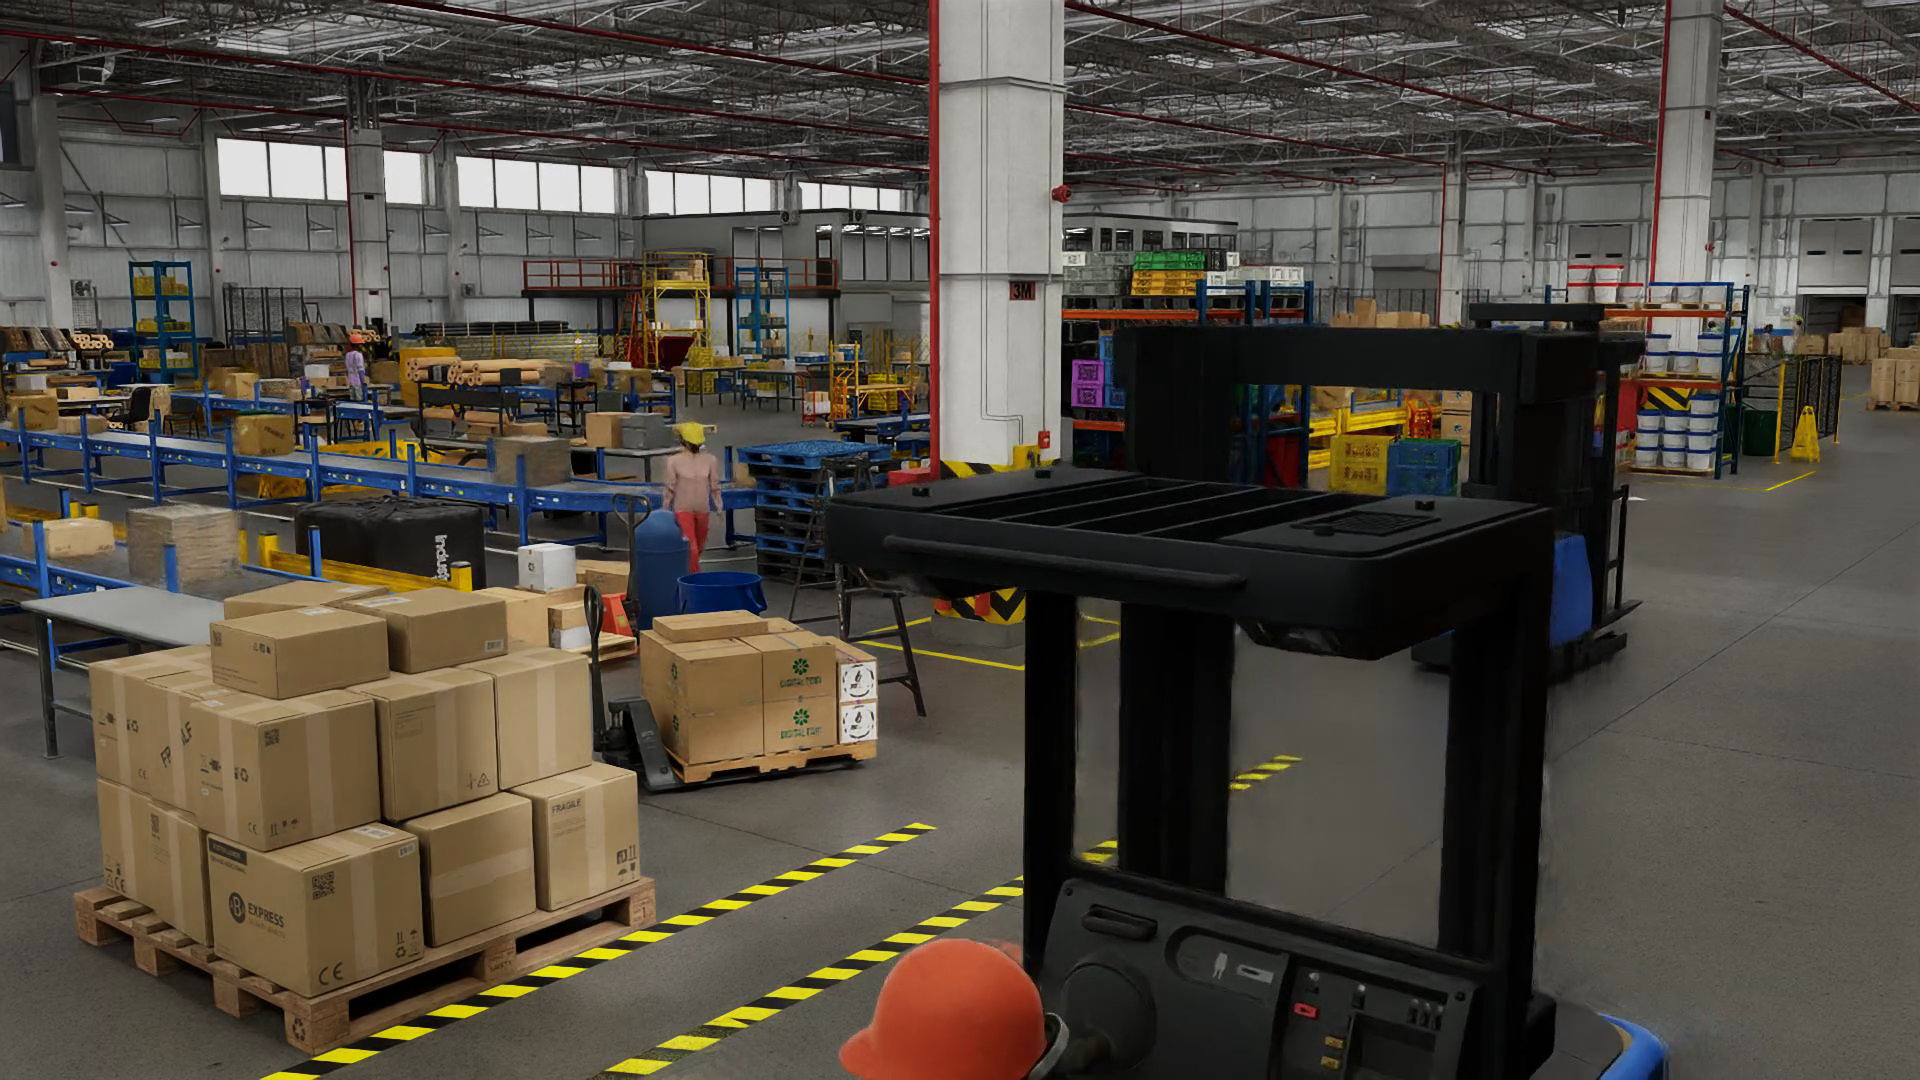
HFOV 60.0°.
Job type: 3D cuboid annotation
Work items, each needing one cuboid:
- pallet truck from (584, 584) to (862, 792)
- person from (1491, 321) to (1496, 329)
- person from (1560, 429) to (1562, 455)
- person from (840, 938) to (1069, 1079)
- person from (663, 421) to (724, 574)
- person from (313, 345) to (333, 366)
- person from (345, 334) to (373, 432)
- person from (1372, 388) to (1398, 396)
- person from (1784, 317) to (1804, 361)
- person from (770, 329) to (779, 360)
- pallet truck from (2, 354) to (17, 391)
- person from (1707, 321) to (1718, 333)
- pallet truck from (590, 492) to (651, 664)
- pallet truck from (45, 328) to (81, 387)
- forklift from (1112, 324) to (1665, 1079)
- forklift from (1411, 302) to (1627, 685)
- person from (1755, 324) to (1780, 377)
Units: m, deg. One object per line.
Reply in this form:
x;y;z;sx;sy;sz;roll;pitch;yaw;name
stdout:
-1.426;0.805;10.019;1.601;1.201;0.680;-4;9;-26;pallet truck
25.587;-9.934;80.162;0.613;1.894;0.568;-6;11;-36;person
6.516;-0.694;18.546;0.536;1.697;0.318;-2;9;-13;person
-0.023;1.548;2.597;1.019;1.938;0.618;2;9;10;person
-2.544;-0.281;15.650;0.545;1.726;0.835;-6;10;-34;person
-15.475;-3.999;40.250;0.927;1.875;0.652;-7;11;-41;person
-12.567;-3.265;34.718;0.605;2.045;0.377;8;12;43;person
8.924;-3.069;34.907;0.520;1.581;0.851;7;11;40;person
35.889;-8.603;71.288;1.008;1.877;0.609;5;10;30;person
-6.937;-7.214;62.000;0.345;1.846;0.508;5;10;29;person
-24.881;-4.417;42.634;1.885;1.965;0.823;8;11;41;pallet truck
29.119;-7.596;64.666;0.712;1.818;0.624;8;12;44;person
-3.115;0.344;12.883;0.653;1.274;1.630;7;11;37;pallet truck
-23.775;-4.544;43.495;1.885;1.965;0.823;6;10;35;pallet truck
0.798;0.926;3.655;1.129;2.768;1.873;7;11;38;forklift
4.379;-0.438;12.852;1.129;2.768;1.873;7;11;37;forklift
27.914;-6.510;57.318;0.929;1.830;0.520;6;10;36;person
